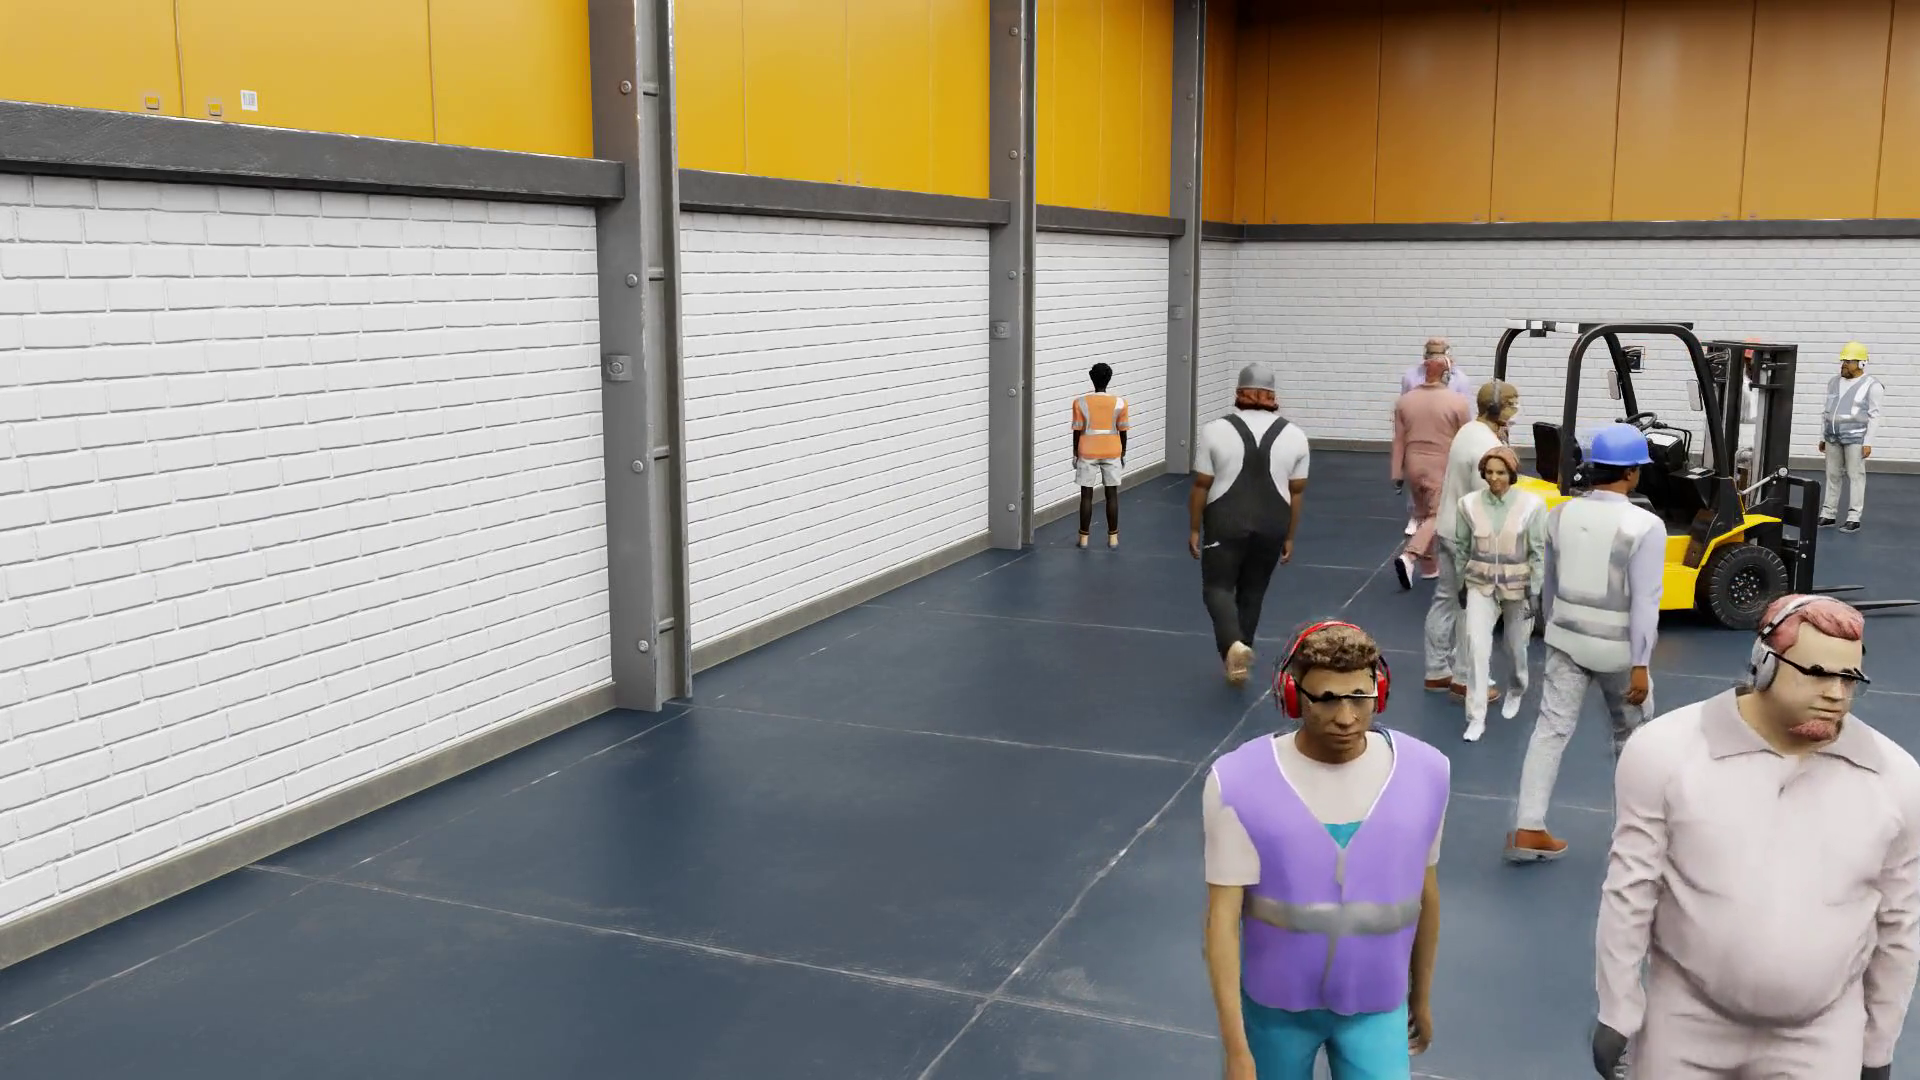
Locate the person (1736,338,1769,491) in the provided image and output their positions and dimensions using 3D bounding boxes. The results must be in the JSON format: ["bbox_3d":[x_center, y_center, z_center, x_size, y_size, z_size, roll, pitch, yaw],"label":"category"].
[{"bbox_3d":[7.165,-0.865,15.048,0.582,1.916,0.550,-5,11,-30],"label":"person"}]

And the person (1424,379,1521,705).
[{"bbox_3d":[3.015,0.012,9.774,0.468,1.916,0.637,1,9,4],"label":"person"}]

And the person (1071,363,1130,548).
[{"bbox_3d":[1.271,-0.762,15.123,0.532,1.691,0.318,-1,9,-4],"label":"person"}]

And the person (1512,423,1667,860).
[{"bbox_3d":[2.790,0.439,7.222,1.028,1.893,0.629,-6,11,-33],"label":"person"}]

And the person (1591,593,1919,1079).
[{"bbox_3d":[1.744,1.026,3.683,0.658,1.884,0.728,3,10,17],"label":"person"}]

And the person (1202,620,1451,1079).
[{"bbox_3d":[0.818,1.071,3.683,0.566,1.797,0.971,0,9,-1],"label":"person"}]

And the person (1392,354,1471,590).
[{"bbox_3d":[3.740,-0.551,13.306,0.875,1.872,0.634,-9,13,-42],"label":"person"}]

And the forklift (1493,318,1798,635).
[{"bbox_3d":[4.706,-0.497,11.990,2.313,2.155,1.214,-2,10,-10],"label":"forklift"}]

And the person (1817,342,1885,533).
[{"bbox_3d":[8.572,-0.993,16.087,0.404,1.833,0.590,-4,10,-25],"label":"person"}]

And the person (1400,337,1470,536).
[{"bbox_3d":[4.437,-0.954,15.672,0.674,1.888,0.554,4,10,24],"label":"person"}]

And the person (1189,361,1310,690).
[{"bbox_3d":[1.737,-0.091,9.995,0.701,2.000,0.786,0,9,-1],"label":"person"}]

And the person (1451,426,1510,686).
[{"bbox_3d":[3.197,0.089,10.165,0.343,1.622,0.530,7,12,38],"label":"person"}]

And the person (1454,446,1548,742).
[{"bbox_3d":[2.989,0.259,9.188,0.501,1.603,0.783,5,10,27],"label":"person"}]
